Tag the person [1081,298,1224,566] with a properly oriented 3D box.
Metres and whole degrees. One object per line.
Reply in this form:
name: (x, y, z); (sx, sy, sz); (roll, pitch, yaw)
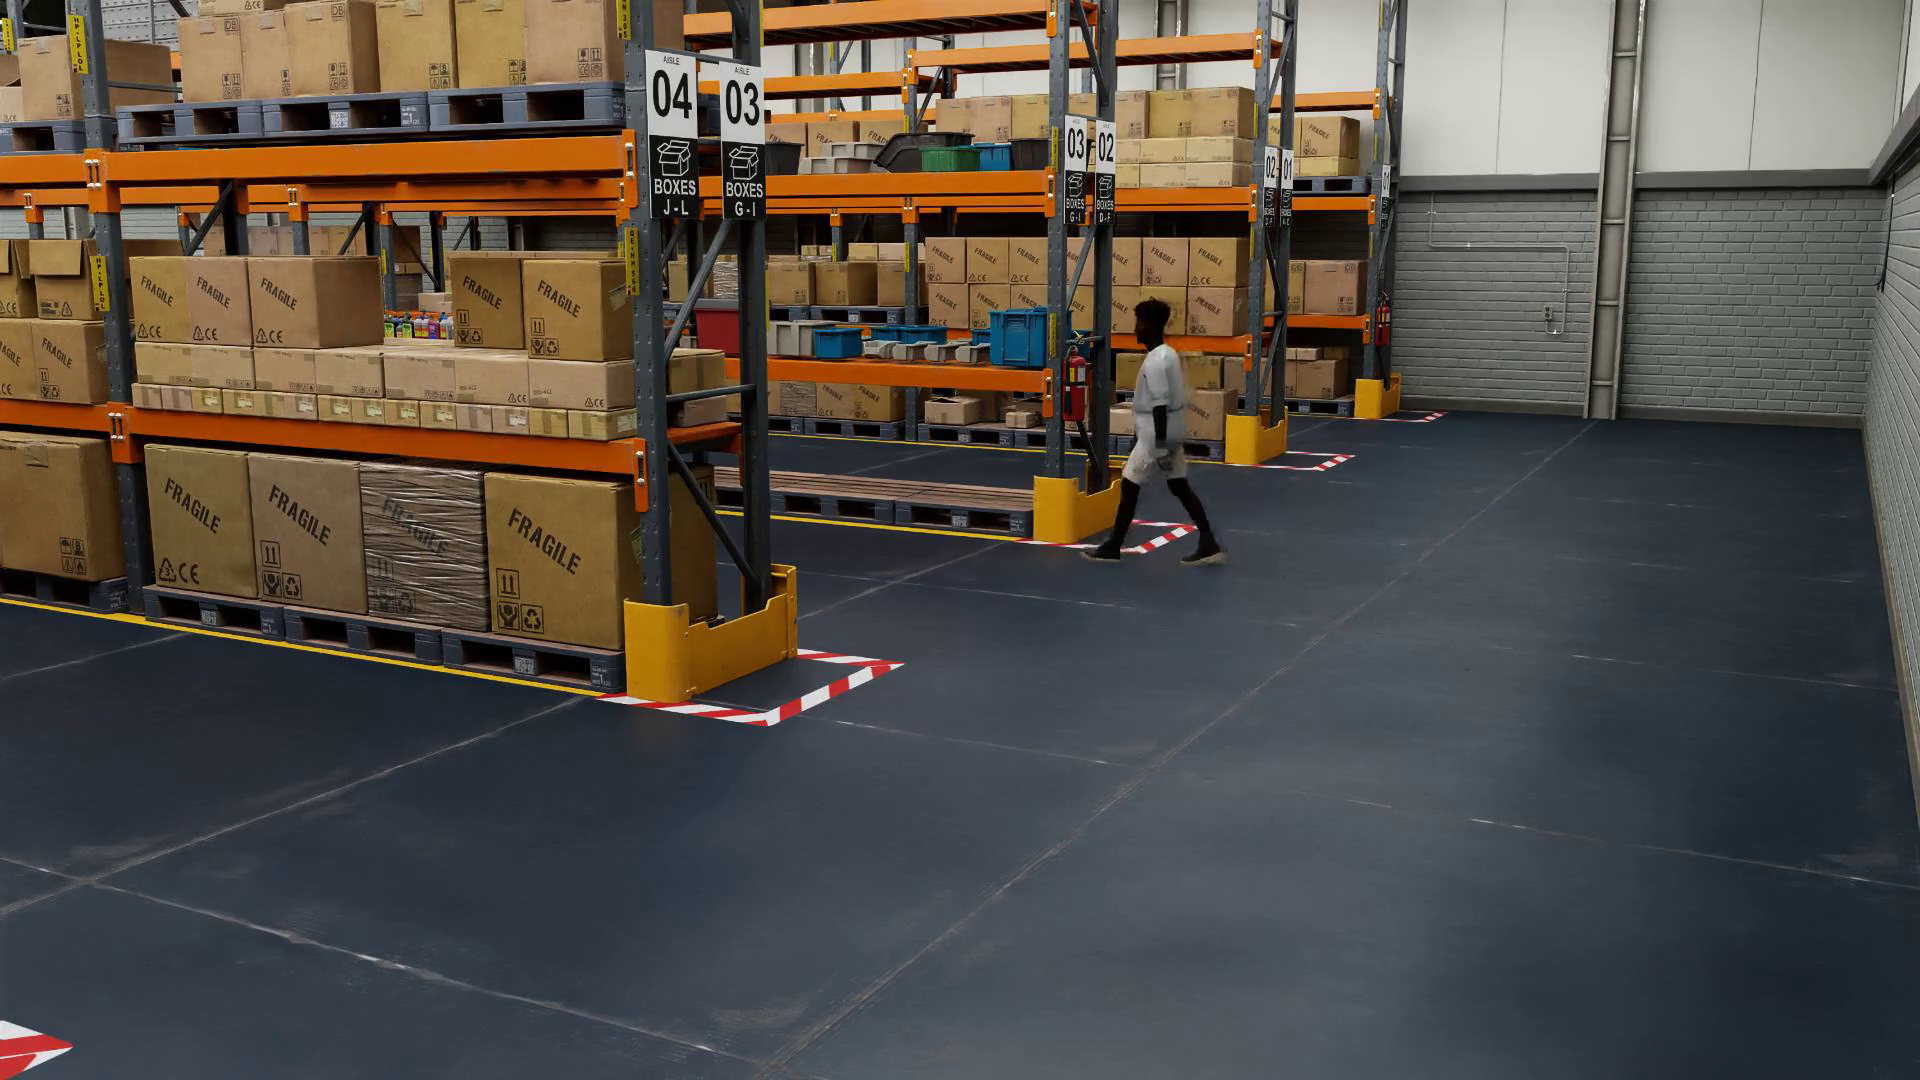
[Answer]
person: (1.415, -0.752, 11.816); (1.026, 1.920, 0.599); (4, 11, 22)
